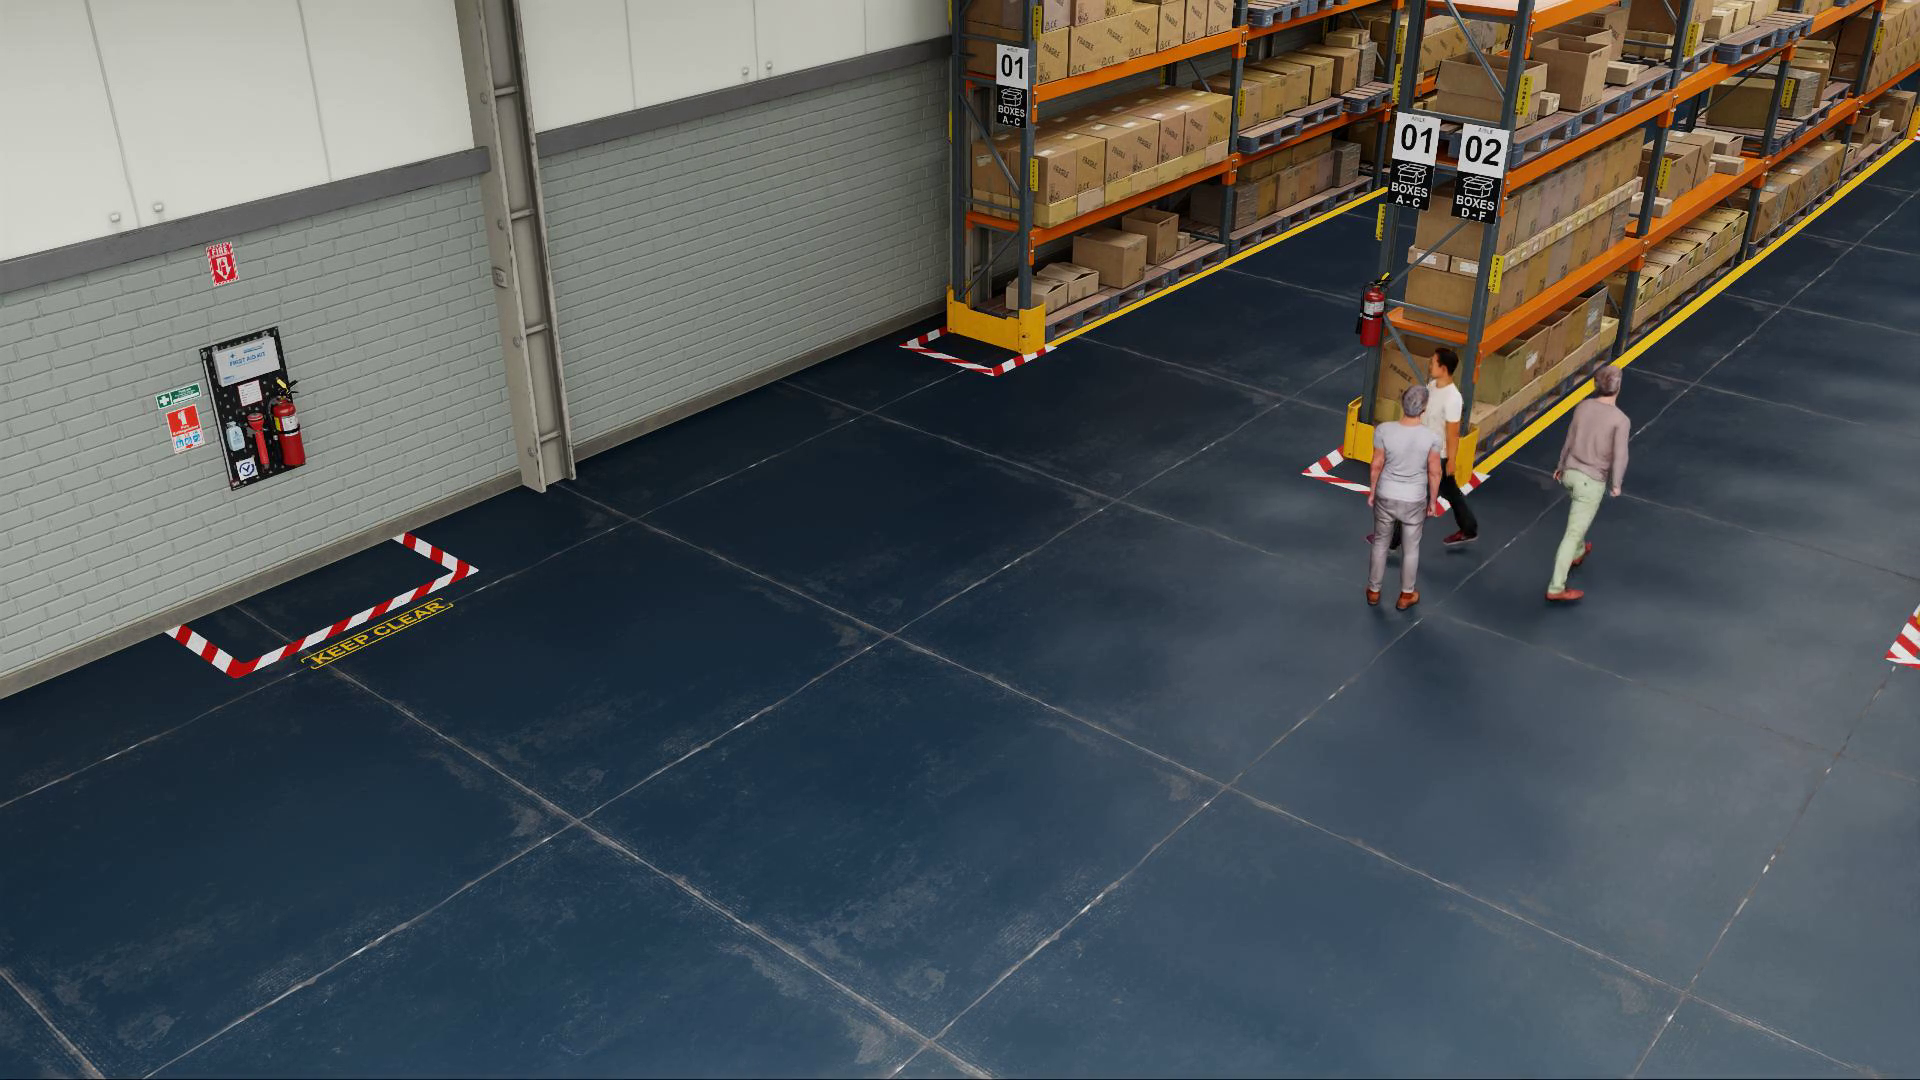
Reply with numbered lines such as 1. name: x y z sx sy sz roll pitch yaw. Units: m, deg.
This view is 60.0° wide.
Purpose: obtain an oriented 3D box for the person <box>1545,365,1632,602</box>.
1. person: 4.805 -0.410 12.913 1.201 1.814 0.989 -9 29 -16

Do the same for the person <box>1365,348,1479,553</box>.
1. person: 3.968 -0.695 13.514 1.218 1.752 1.183 -2 28 -4

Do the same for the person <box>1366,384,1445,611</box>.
1. person: 3.380 -0.324 12.731 0.754 1.832 0.661 12 30 21
